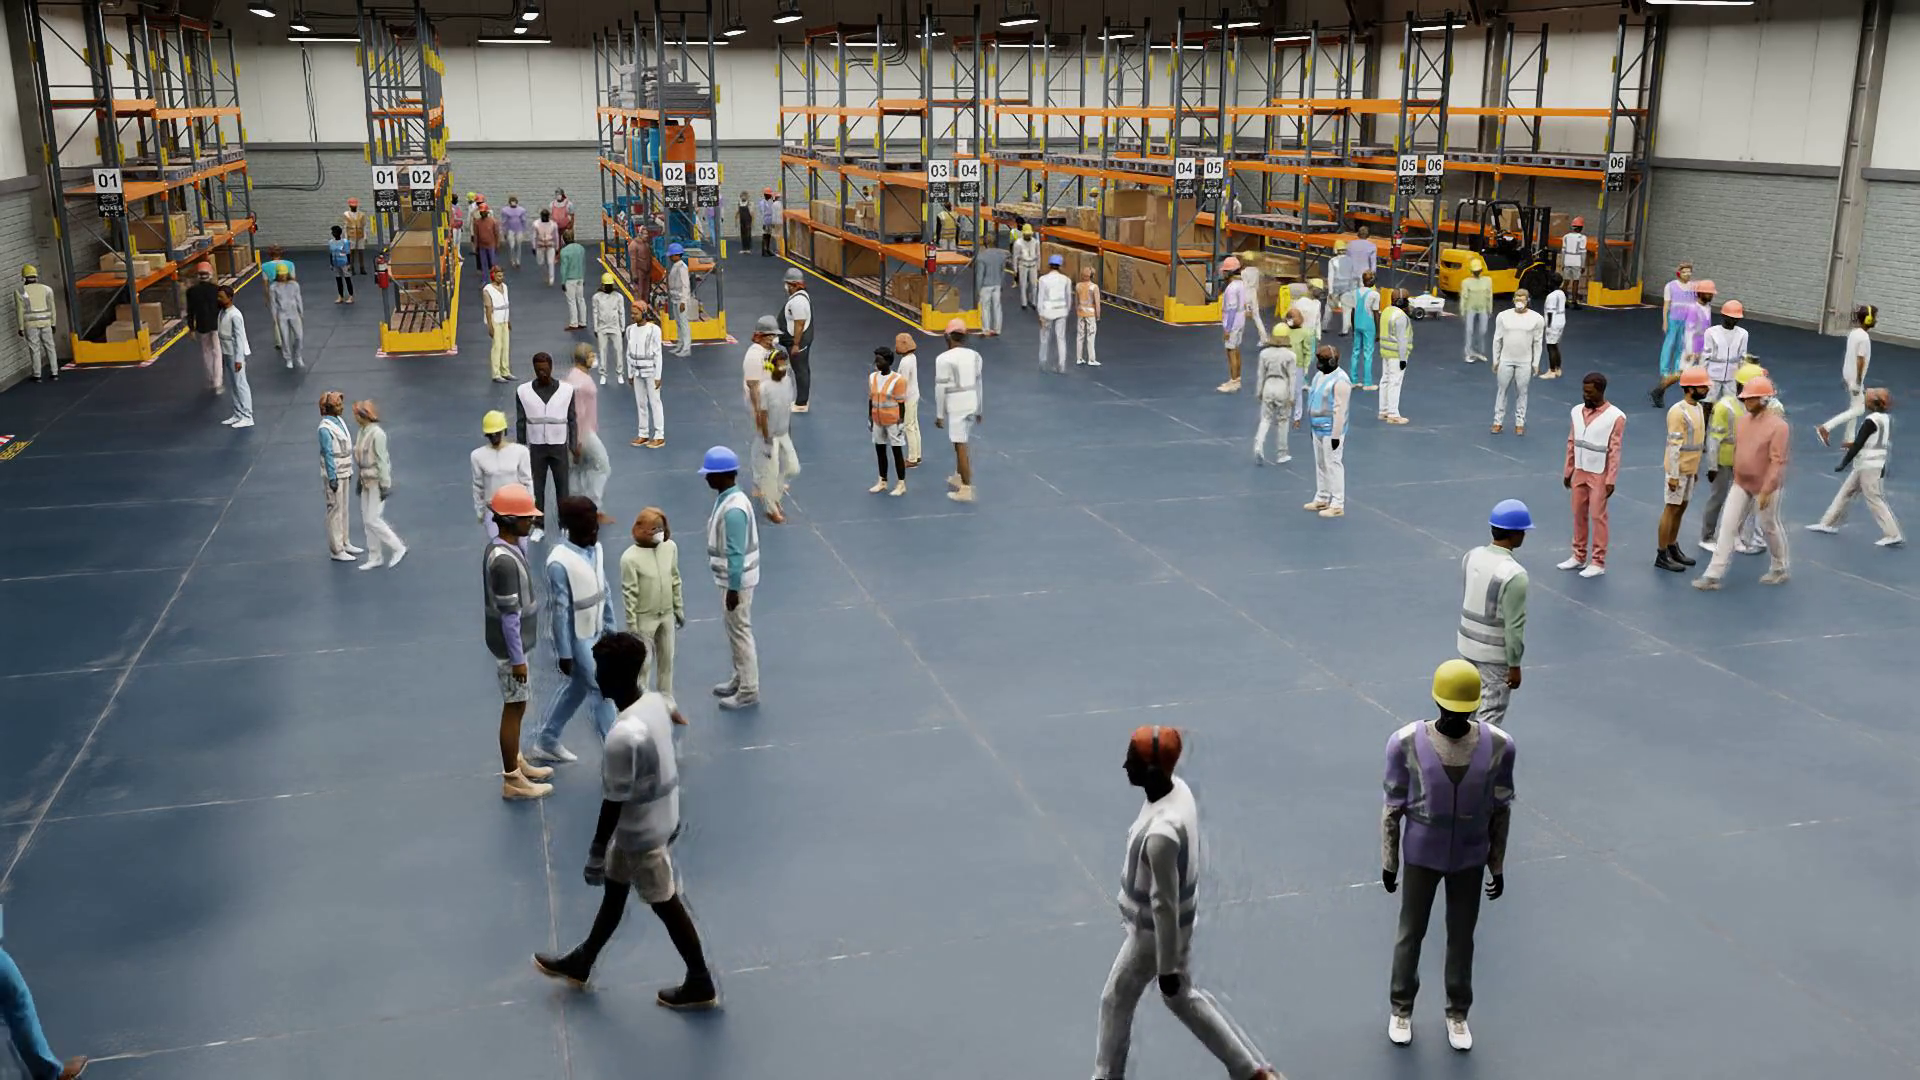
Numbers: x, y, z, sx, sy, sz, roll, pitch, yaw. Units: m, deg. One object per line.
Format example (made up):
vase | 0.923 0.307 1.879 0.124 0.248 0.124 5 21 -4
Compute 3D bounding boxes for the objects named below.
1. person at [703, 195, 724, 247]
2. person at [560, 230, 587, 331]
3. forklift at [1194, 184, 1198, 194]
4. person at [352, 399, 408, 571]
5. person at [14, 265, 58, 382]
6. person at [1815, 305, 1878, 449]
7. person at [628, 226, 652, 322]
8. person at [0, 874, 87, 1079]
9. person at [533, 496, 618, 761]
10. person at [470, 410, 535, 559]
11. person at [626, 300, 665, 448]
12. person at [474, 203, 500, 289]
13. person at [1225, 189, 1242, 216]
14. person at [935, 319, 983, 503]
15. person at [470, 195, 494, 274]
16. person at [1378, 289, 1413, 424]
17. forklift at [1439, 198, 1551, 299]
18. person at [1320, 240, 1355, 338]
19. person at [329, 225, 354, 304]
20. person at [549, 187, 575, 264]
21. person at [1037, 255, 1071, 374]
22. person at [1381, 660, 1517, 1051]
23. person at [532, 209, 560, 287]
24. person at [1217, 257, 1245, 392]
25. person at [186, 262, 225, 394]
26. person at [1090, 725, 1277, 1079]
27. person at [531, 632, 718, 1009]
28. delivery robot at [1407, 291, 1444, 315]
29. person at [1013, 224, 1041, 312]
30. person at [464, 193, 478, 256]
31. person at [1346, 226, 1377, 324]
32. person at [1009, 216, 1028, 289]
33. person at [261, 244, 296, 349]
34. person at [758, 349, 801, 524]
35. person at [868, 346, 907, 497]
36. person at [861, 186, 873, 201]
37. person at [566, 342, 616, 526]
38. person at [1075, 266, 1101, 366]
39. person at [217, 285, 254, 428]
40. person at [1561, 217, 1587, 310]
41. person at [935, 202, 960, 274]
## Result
person | -7.390 -9.746 49.873 0.594 1.898 0.821 -6 16 -21
person | -7.400 -4.959 31.817 0.378 1.929 0.635 8 17 28
forklift | 7.392 -11.333 53.972 1.873 2.768 1.129 -4 15 -15
person | -5.539 -0.511 15.666 0.374 1.615 0.541 -12 19 -38
person | -14.502 -3.395 26.112 0.404 1.833 0.593 11 18 36
person | 11.244 -2.041 20.990 0.601 1.851 0.520 3 15 10
person | -6.323 -5.283 33.108 0.401 1.893 0.652 5 16 19
person | -4.211 1.761 7.169 0.503 1.578 0.786 6 16 21
person | -2.478 0.617 10.931 0.901 1.881 0.603 3 15 11
person | -4.019 -0.307 14.669 0.527 1.740 0.742 -4 15 -14
person | -4.018 -2.113 21.208 0.576 1.879 0.356 9 18 31
person | -11.050 -6.861 38.842 0.618 1.993 0.396 2 15 9
person | 7.492 -8.698 45.843 0.389 1.949 0.603 -9 18 -31
person | -0.022 -1.455 18.540 0.635 1.981 0.844 -14 20 -42
person | -12.096 -7.739 42.148 0.612 1.995 0.379 -2 15 -8
person | 5.985 -2.527 22.828 0.429 1.842 0.635 -2 15 -9
forklift | 11.913 -6.508 37.130 2.313 2.155 1.214 -4 15 -15
person | 7.044 -4.696 31.085 0.590 1.783 0.925 -5 16 -18
person | -13.445 -5.978 36.108 0.537 1.689 0.320 4 15 16
person | -10.717 -8.442 44.704 0.682 2.000 0.538 0 15 2
person | 1.512 -3.676 27.056 0.637 1.884 1.018 -5 16 -17
person | 2.244 1.456 7.705 0.581 1.919 0.399 1 15 5
person | -9.814 -6.943 39.463 0.642 1.826 0.621 -3 15 -10
person | 4.097 -3.260 25.206 0.395 2.038 0.615 6 16 21
person | -11.366 -3.250 25.349 0.641 1.947 0.988 -2 15 -7
person | 0.906 1.653 7.095 0.905 1.851 0.573 4 15 16
person | -1.646 1.370 8.012 0.984 1.911 0.633 1 15 3
delivery robot | 9.394 -4.772 33.561 0.707 0.478 0.477 -3 15 -10
person | 1.425 -5.650 34.651 0.629 1.798 0.824 -3 15 -11
person | -13.763 -8.913 46.983 0.446 1.782 0.637 3 15 10
person | 7.878 -5.205 32.748 0.623 1.932 0.367 8 17 27
person | 1.391 -6.705 38.839 0.533 1.692 0.320 6 16 22
person | -12.058 -4.312 29.533 0.567 1.847 0.389 -9 17 -31
person | -1.894 -1.078 17.358 0.414 1.846 0.556 10 18 33
person | -0.816 -1.327 18.610 0.538 1.689 0.321 11 18 36
person | -2.744 -9.537 49.181 0.518 1.859 0.332 13 20 40
person | -3.828 -1.100 17.304 0.649 1.917 0.653 -2 15 -9
person | 2.127 -3.727 27.725 0.514 1.644 0.307 13 20 41
person | -9.856 -2.498 22.565 0.388 1.921 0.594 -13 20 -41
person | 12.932 -5.819 35.031 0.379 1.938 0.547 -11 18 -35
person | -0.312 -7.620 42.032 0.635 1.844 0.536 -6 16 -21
